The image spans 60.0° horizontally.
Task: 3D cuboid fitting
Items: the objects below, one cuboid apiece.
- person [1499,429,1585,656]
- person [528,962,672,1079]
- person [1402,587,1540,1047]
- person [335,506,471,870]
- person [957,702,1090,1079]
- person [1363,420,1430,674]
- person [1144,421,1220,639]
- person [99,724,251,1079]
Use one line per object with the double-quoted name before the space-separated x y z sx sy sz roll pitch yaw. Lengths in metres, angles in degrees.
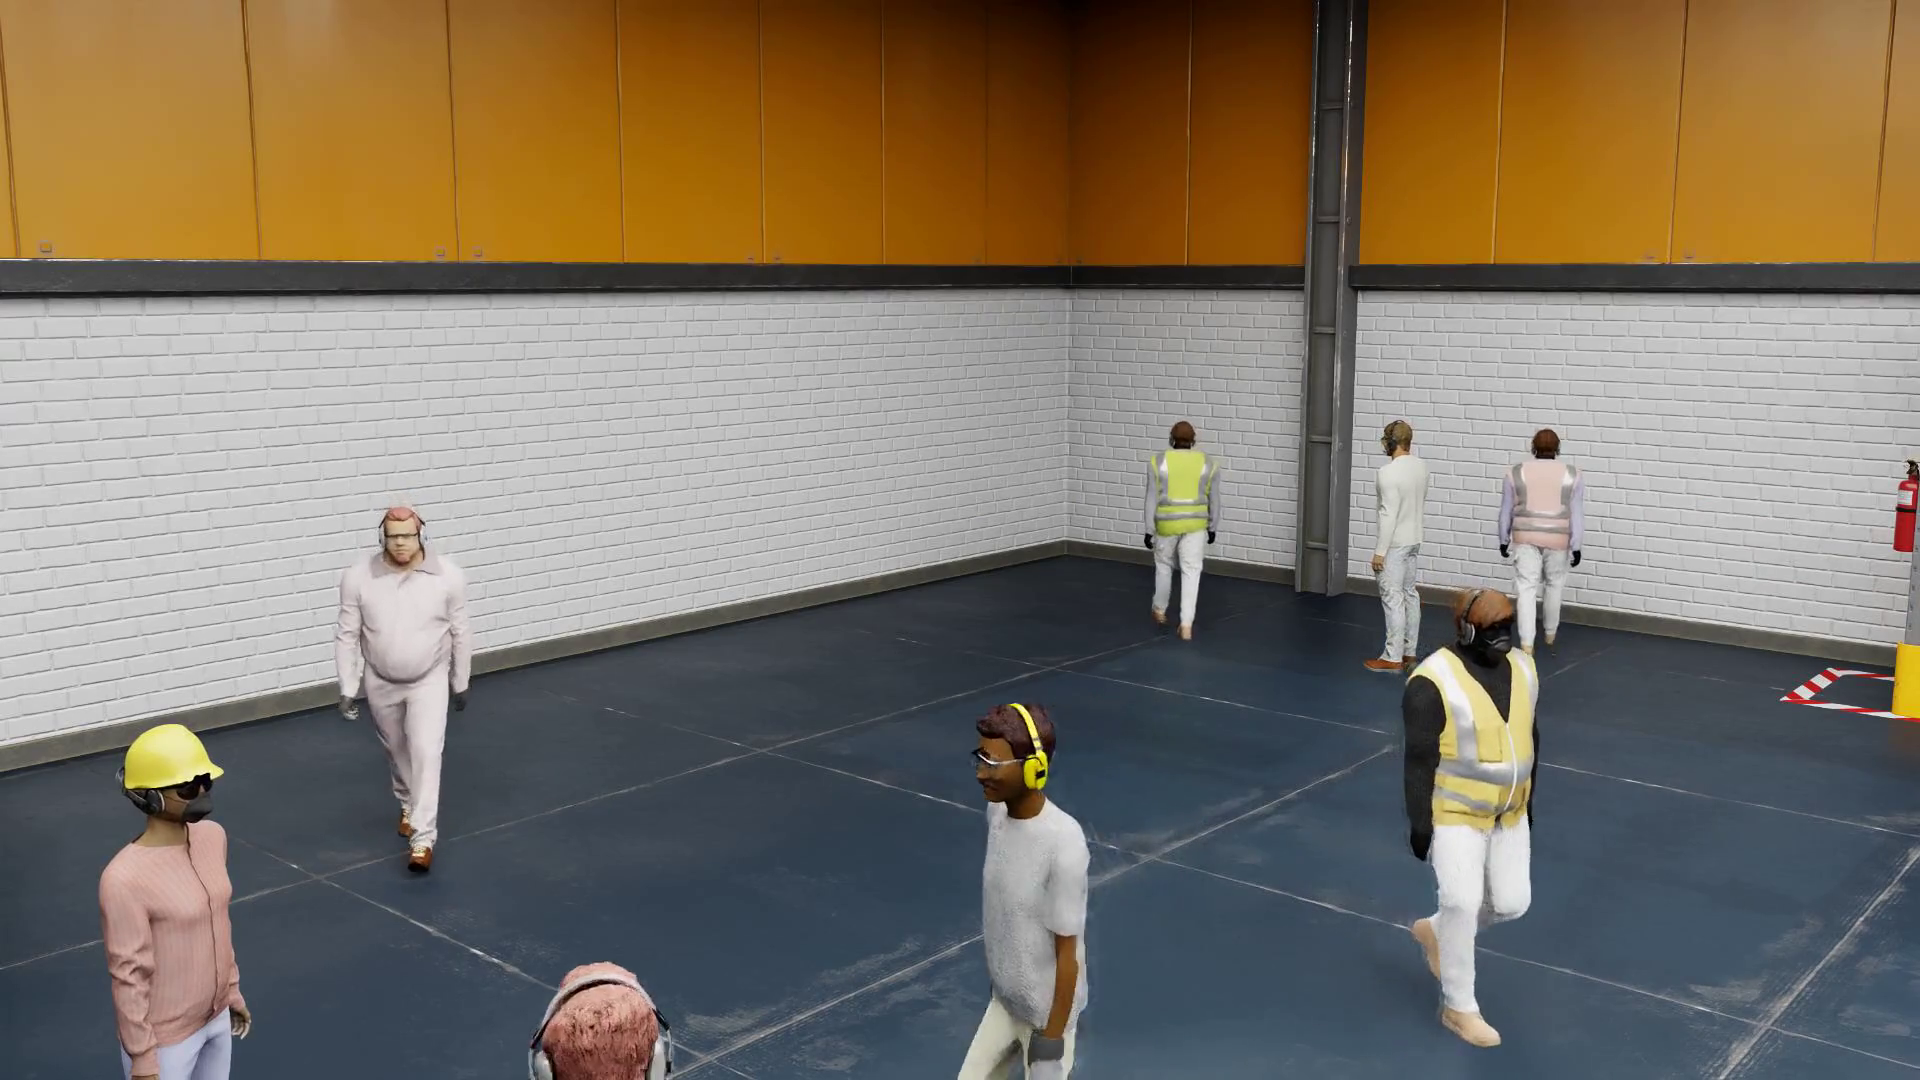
"person" 4.679 0.006 13.415 0.647 1.797 0.952 3 10 19
"person" -0.569 1.678 2.742 0.656 1.869 0.824 -2 9 -13
"person" 2.028 1.069 6.678 0.646 1.823 0.530 -4 10 -25
"person" -2.896 0.739 8.685 0.644 1.850 1.053 -1 9 -9
"person" 0.175 1.362 4.746 0.389 1.854 0.537 -5 10 -28
"person" 3.340 0.051 12.717 0.356 1.936 0.638 8 12 40
"person" 1.876 -0.113 14.176 0.660 1.794 0.939 0 9 0
"person" -2.235 1.396 4.805 0.309 1.772 0.525 1 9 6
